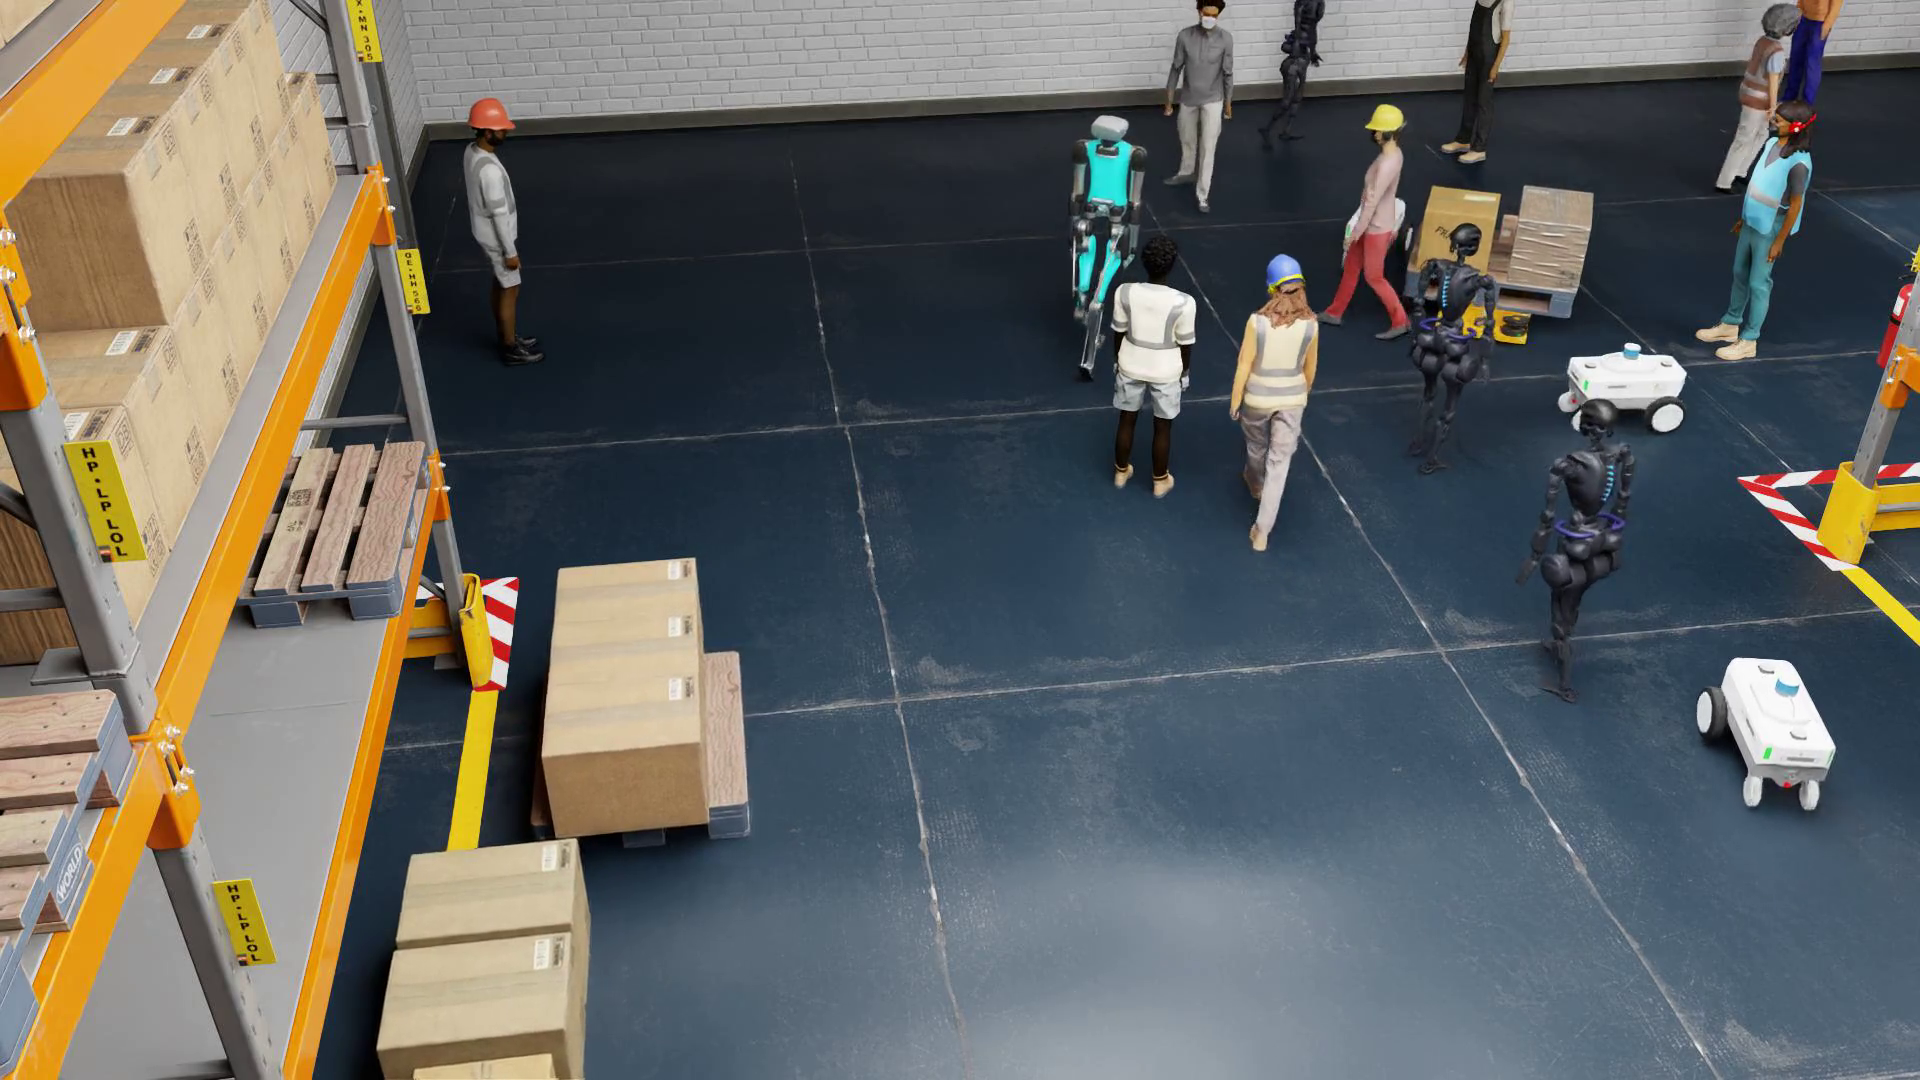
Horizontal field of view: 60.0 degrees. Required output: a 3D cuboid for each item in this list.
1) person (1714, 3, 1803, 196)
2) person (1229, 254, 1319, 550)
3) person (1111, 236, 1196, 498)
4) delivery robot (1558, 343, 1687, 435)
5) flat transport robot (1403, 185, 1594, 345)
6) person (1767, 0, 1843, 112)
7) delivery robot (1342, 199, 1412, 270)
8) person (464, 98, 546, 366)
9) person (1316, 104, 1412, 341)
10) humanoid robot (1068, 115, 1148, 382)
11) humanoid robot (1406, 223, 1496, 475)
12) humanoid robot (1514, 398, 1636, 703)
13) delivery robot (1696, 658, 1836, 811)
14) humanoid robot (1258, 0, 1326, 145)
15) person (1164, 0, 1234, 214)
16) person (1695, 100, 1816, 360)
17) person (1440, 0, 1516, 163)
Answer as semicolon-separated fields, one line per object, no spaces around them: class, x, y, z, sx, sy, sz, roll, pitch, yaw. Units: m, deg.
person;6.939;-3.782;14.352;0.514;1.670;0.485;3;33;5
person;1.835;-0.849;9.818;0.478;1.706;0.899;4;33;7
person;1.165;-1.043;10.151;0.531;1.691;0.319;14;36;20
delivery robot;4.468;-1.036;11.172;0.785;0.589;0.499;-2;33;-2
flat transport robot;4.060;-1.909;12.778;0.659;0.231;1.431;11;35;16
person;8.241;-5.055;16.047;0.401;1.973;0.517;-8;34;-13
delivery robot;3.348;-2.509;13.427;0.499;0.586;0.780;15;36;21
person;-3.194;-2.132;11.611;0.387;1.924;0.547;-16;36;-23
person;3.002;-2.274;11.987;0.770;1.739;0.529;9;34;14
humanoid robot;0.914;-1.960;11.535;0.532;1.767;0.978;11;35;16
humanoid robot;3.075;-1.202;10.400;0.378;1.648;0.608;-28;42;-36
humanoid robot;3.164;0.049;8.504;0.595;1.639;0.460;-13;35;-19
delivery robot;4.005;0.915;8.206;0.499;0.613;0.814;3;33;5
humanoid robot;3.117;-4.535;15.519;0.454;1.648;0.610;18;37;25
person;2.051;-3.814;14.248;0.591;1.864;0.750;11;35;17
person;5.671;-2.182;11.734;0.377;1.865;0.545;-3;33;-5
person;4.735;-4.363;15.097;0.338;1.845;0.512;-11;35;-16
